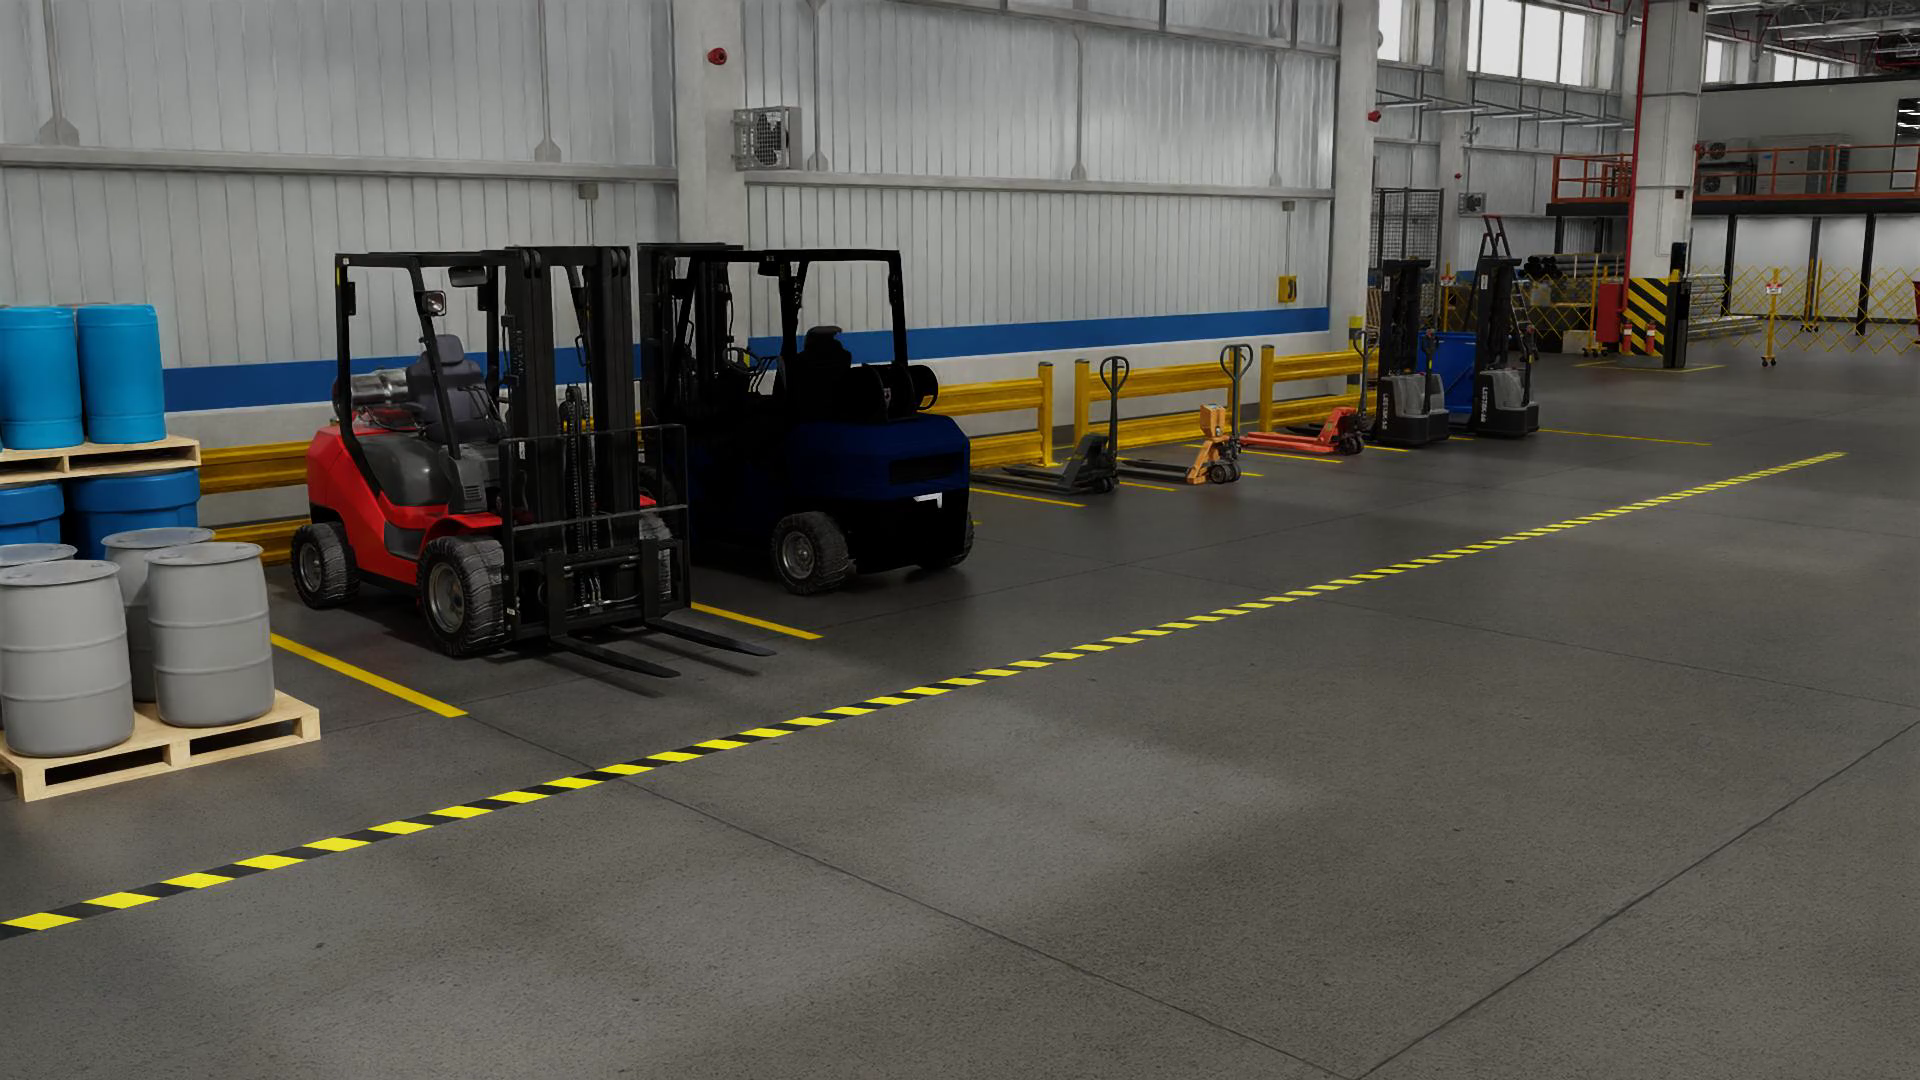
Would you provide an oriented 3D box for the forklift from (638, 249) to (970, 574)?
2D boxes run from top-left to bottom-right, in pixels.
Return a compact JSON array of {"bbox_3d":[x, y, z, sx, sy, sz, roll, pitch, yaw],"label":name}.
[{"bbox_3d":[-1.173,-0.958,11.239,2.680,1.987,1.157,10,14,43],"label":"forklift"}]

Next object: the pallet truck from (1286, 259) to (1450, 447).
[{"bbox_3d":[4.493,-2.078,18.196,0.823,1.965,1.885,-9,14,-40],"label":"pallet truck"}]

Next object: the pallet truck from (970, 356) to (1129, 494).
[{"bbox_3d":[0.784,-1.085,14.876,0.680,1.201,1.601,-10,14,-44],"label":"pallet truck"}]

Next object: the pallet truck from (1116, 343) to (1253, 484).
[{"bbox_3d":[1.962,-1.215,15.415,1.522,1.261,0.704,10,14,43],"label":"pallet truck"}]

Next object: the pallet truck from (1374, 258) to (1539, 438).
[{"bbox_3d":[5.704,-2.208,18.901,1.885,1.965,0.823,10,14,43],"label":"pallet truck"}]

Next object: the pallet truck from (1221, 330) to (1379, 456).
[{"bbox_3d":[3.563,-1.581,17.381,0.653,1.274,1.630,-10,14,-44],"label":"pallet truck"}]

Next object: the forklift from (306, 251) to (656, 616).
[{"bbox_3d":[-2.833,-0.669,9.694,1.157,1.987,2.680,-10,14,-44],"label":"forklift"}]
